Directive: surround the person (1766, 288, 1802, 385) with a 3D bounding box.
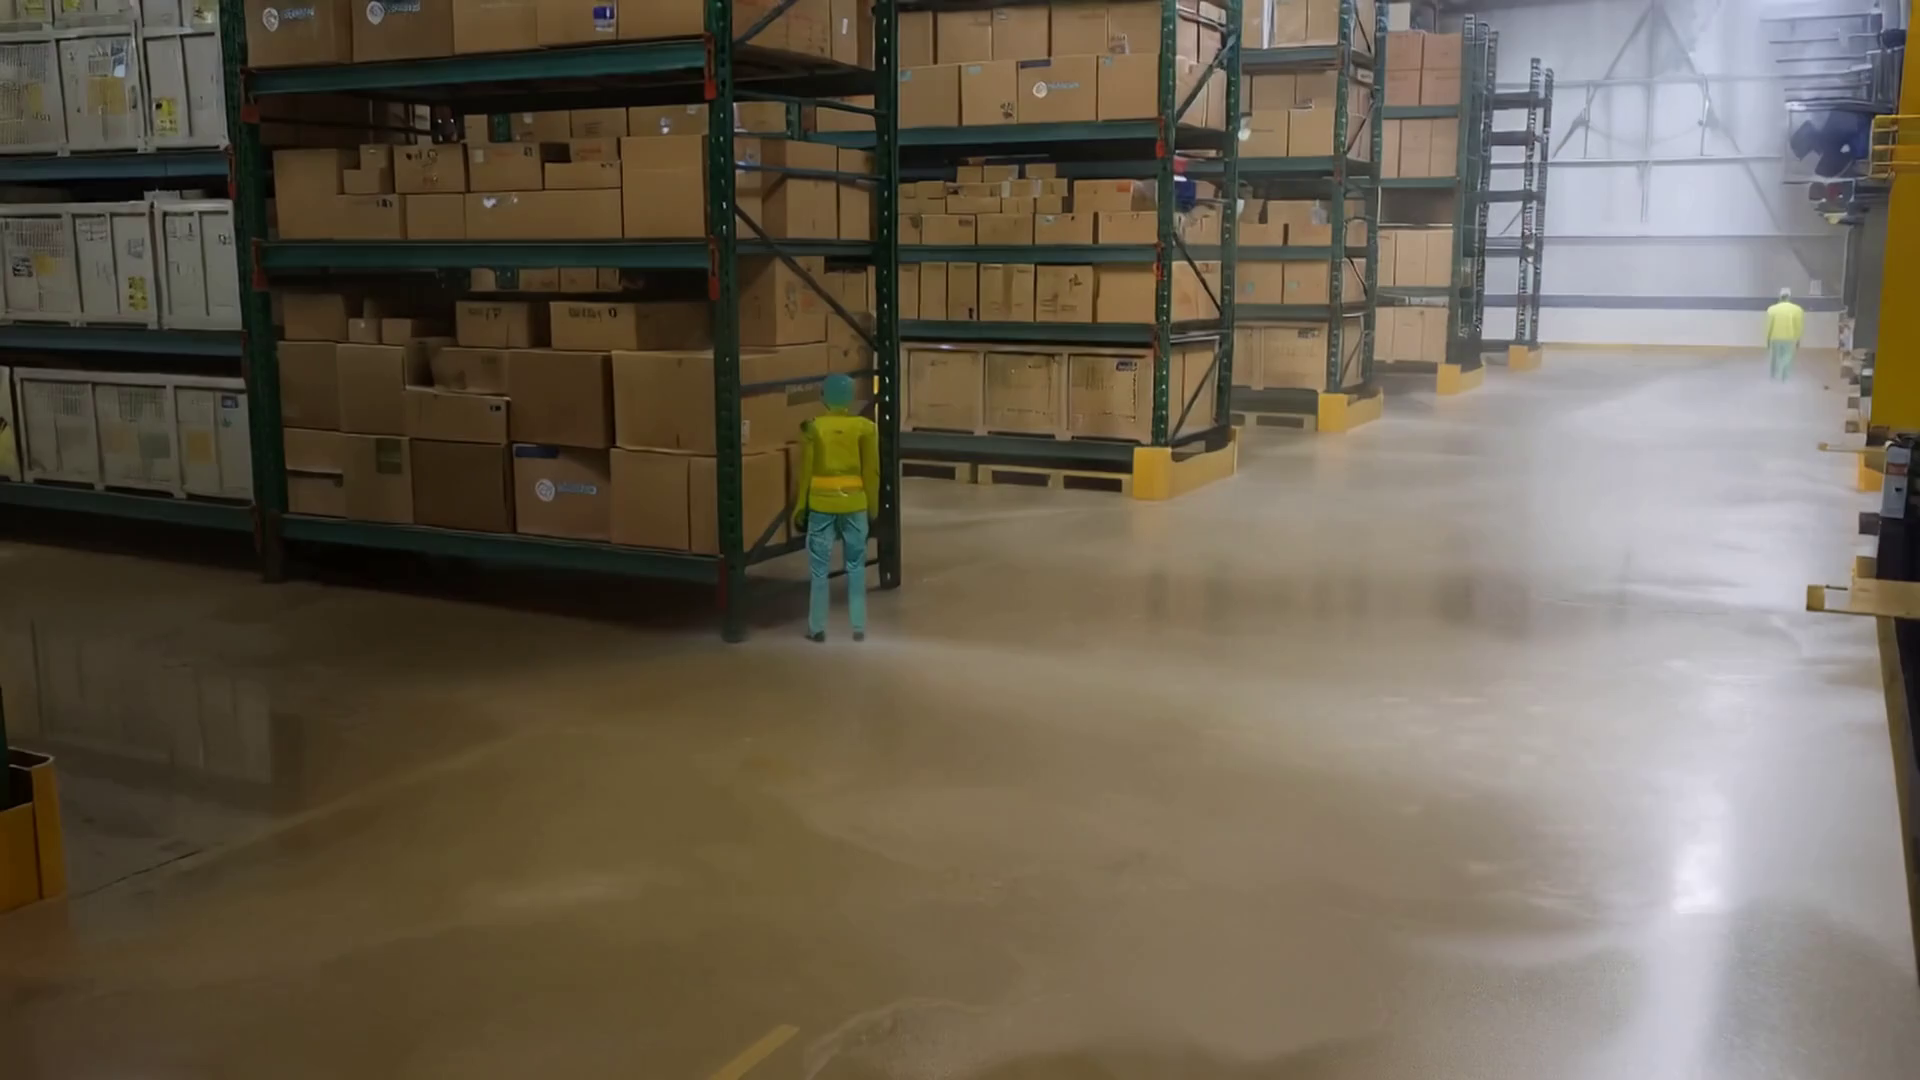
[{"bbox_3d":[14.664,-3.625,29.620,0.587,1.695,0.914,4,11,23],"label":"person"}]

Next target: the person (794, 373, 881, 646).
[{"bbox_3d":[-0.725,-0.178,9.891,0.521,1.631,0.315,-3,10,-18],"label":"person"}]
